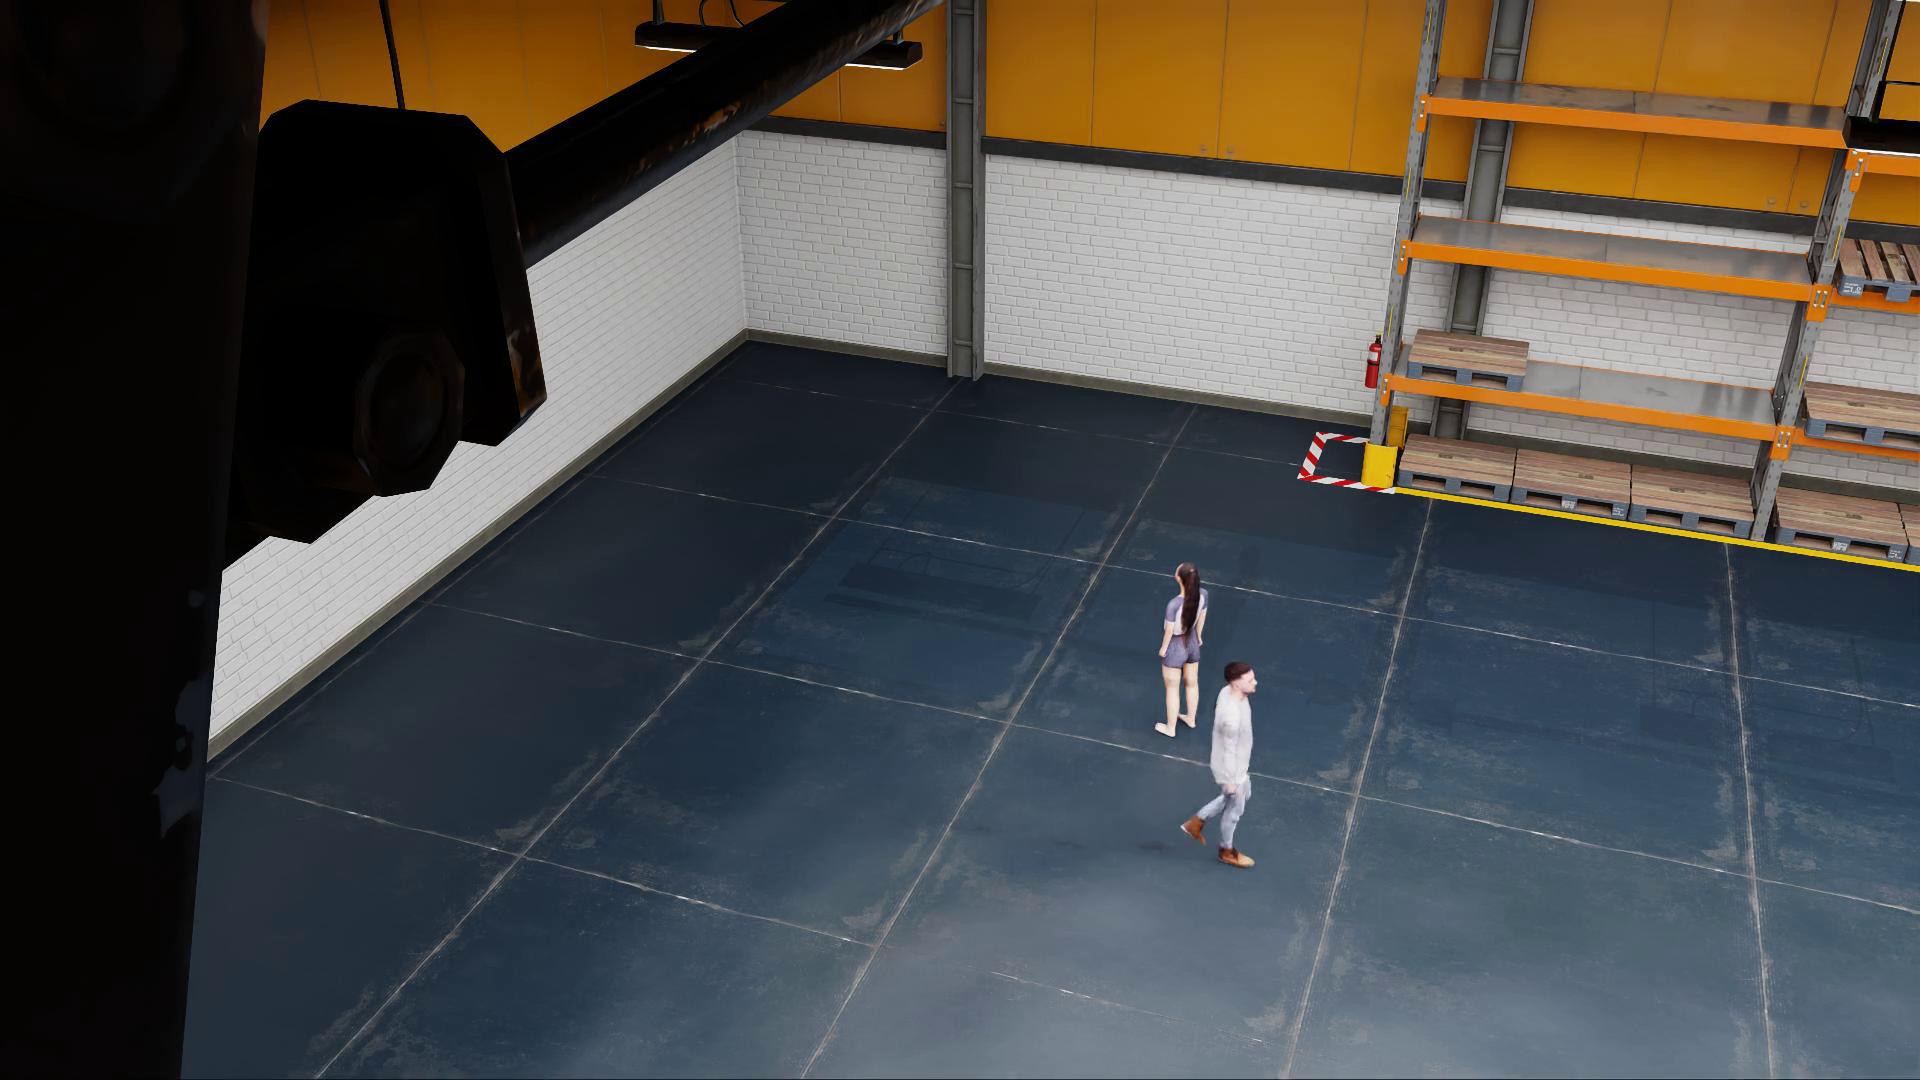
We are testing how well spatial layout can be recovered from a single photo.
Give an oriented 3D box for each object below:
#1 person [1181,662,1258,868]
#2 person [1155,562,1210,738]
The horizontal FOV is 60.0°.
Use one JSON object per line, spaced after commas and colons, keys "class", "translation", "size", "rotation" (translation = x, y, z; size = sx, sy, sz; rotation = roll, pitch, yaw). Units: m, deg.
{"class": "person", "translation": [1.965, 1.664, 12.473], "size": [0.860, 1.824, 0.765], "rotation": [5, 29, 9]}
{"class": "person", "translation": [1.883, 0.914, 14.030], "size": [0.674, 1.650, 0.702], "rotation": [-18, 33, -30]}
